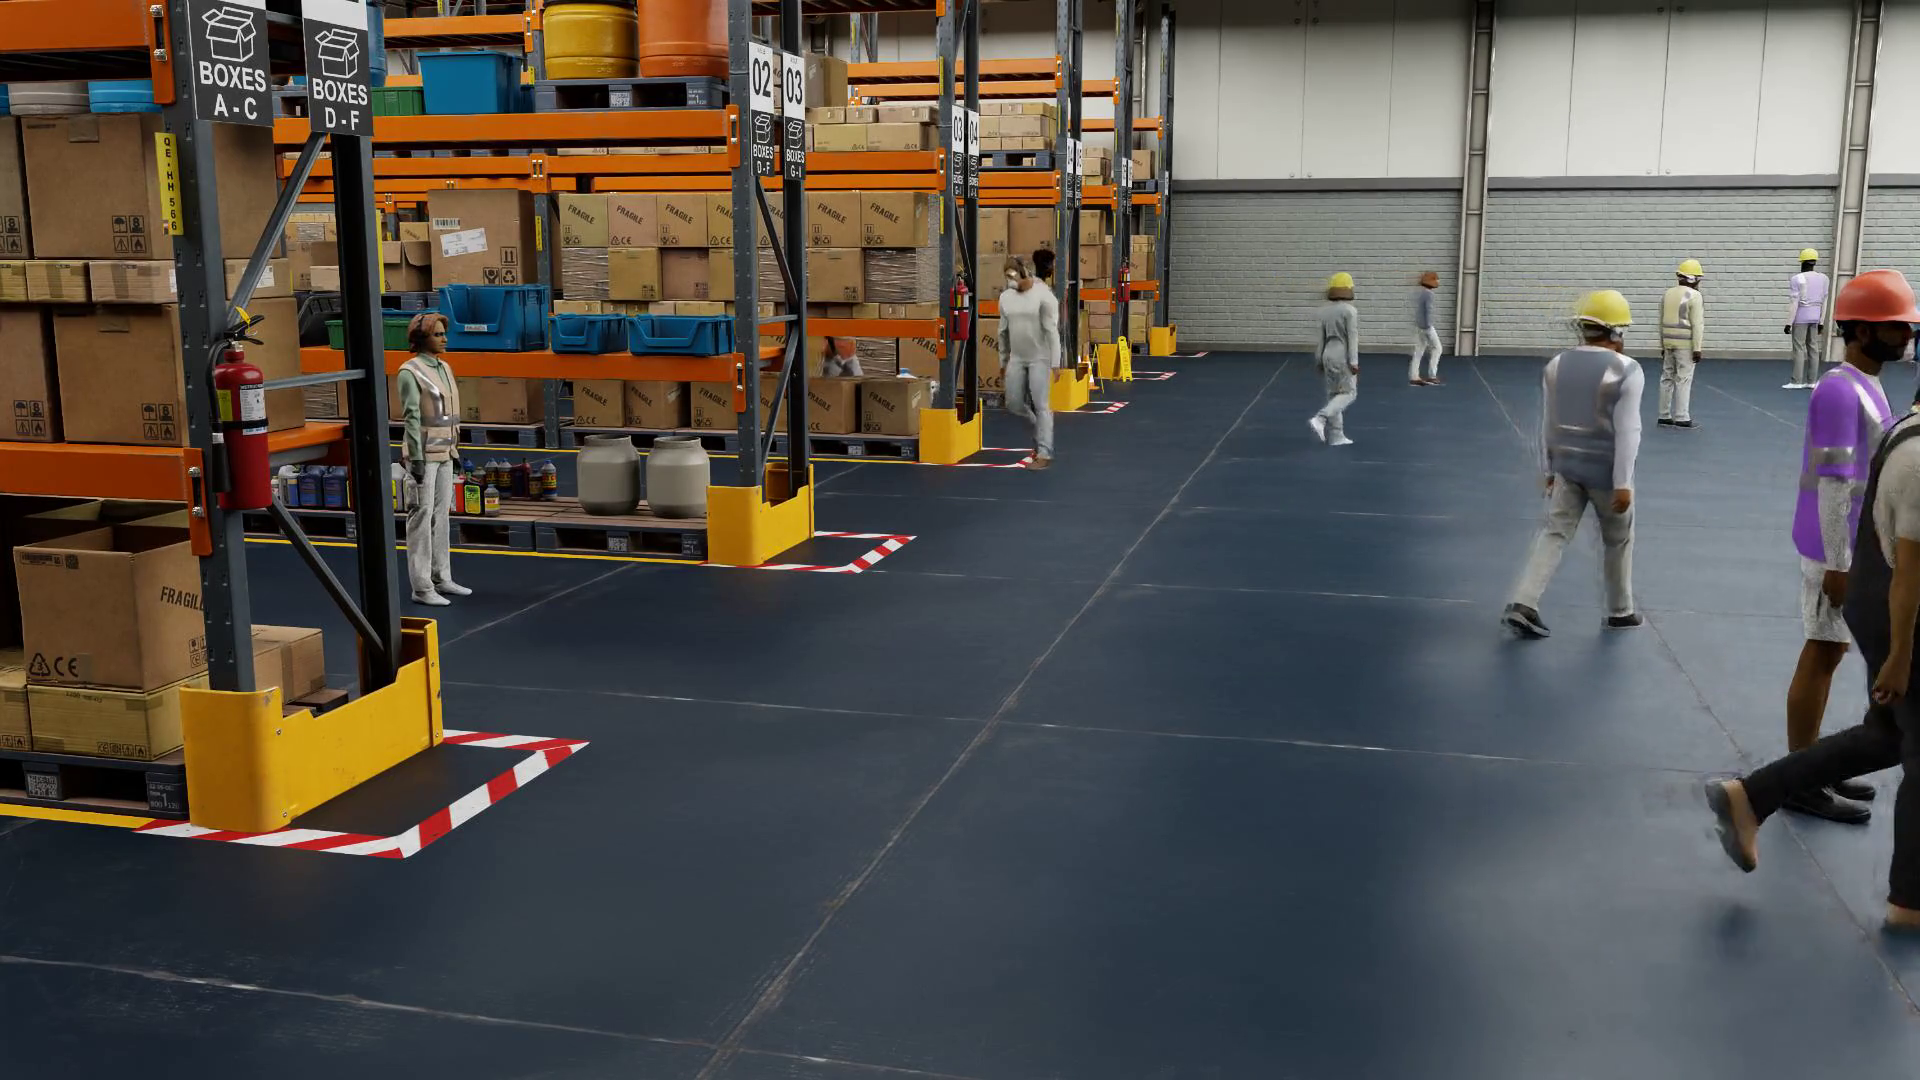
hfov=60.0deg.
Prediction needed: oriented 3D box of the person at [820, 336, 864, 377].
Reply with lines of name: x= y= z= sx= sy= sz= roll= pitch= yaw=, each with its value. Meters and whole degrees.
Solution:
person: x=-1.311 y=-1.997 z=17.868 sx=0.871 sy=1.656 sz=0.533 roll=8 pitch=13 yaw=39

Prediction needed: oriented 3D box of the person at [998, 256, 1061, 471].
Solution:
person: x=0.658 y=-1.582 z=14.885 sx=0.717 sy=1.902 sz=0.532 roll=7 pitch=12 yaw=35

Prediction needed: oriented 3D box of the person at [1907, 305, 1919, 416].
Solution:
person: x=10.380 y=-1.972 z=17.648 sx=0.409 sy=1.680 sz=0.544 roll=-6 pitch=12 yaw=-31

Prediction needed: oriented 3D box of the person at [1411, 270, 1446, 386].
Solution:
person: x=6.608 y=-2.953 z=23.254 sx=0.586 sy=1.610 sz=0.531 roll=0 pitch=10 yaw=0

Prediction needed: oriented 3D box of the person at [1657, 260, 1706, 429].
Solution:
person: x=7.847 y=-2.118 z=18.059 sx=0.403 sy=1.828 sz=0.597 roll=-3 pitch=11 yaw=-16

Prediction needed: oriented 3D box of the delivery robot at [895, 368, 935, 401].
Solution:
delivery robot: x=-0.651 y=-1.744 z=19.257 sx=0.707 sy=0.478 sz=0.477 roll=3 pitch=11 yaw=15

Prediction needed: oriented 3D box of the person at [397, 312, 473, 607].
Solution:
person: x=-2.974 y=-0.457 z=9.377 sx=0.311 sy=1.642 sz=0.513 roll=1 pitch=10 yaw=8

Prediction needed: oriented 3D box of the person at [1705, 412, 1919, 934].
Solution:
person: x=2.702 y=0.258 z=4.924 sx=0.719 sy=1.820 sz=0.503 roll=4 pitch=11 yaw=21

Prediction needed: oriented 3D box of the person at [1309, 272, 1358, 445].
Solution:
person: x=3.711 y=-1.784 z=16.466 sx=0.555 sy=1.729 sz=0.497 roll=-5 pitch=12 yaw=-27

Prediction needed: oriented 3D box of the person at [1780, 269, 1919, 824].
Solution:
person: x=3.167 y=0.018 z=5.918 sx=0.361 sy=1.939 sz=0.542 roll=7 pitch=12 yaw=33

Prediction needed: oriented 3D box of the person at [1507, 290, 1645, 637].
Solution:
person: x=3.198 y=-0.380 z=8.529 sx=0.902 sy=1.799 sz=0.602 roll=-6 pitch=12 yaw=-31

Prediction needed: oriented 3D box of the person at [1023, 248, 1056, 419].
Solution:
person: x=0.873 y=-2.292 z=18.689 sx=0.448 sy=1.946 sz=0.634 roll=-3 pitch=11 yaw=-16

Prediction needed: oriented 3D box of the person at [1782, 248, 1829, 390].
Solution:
person: x=11.572 y=-3.021 z=22.794 sx=0.594 sy=1.924 sz=0.382 roll=-3 pitch=11 yaw=-14
